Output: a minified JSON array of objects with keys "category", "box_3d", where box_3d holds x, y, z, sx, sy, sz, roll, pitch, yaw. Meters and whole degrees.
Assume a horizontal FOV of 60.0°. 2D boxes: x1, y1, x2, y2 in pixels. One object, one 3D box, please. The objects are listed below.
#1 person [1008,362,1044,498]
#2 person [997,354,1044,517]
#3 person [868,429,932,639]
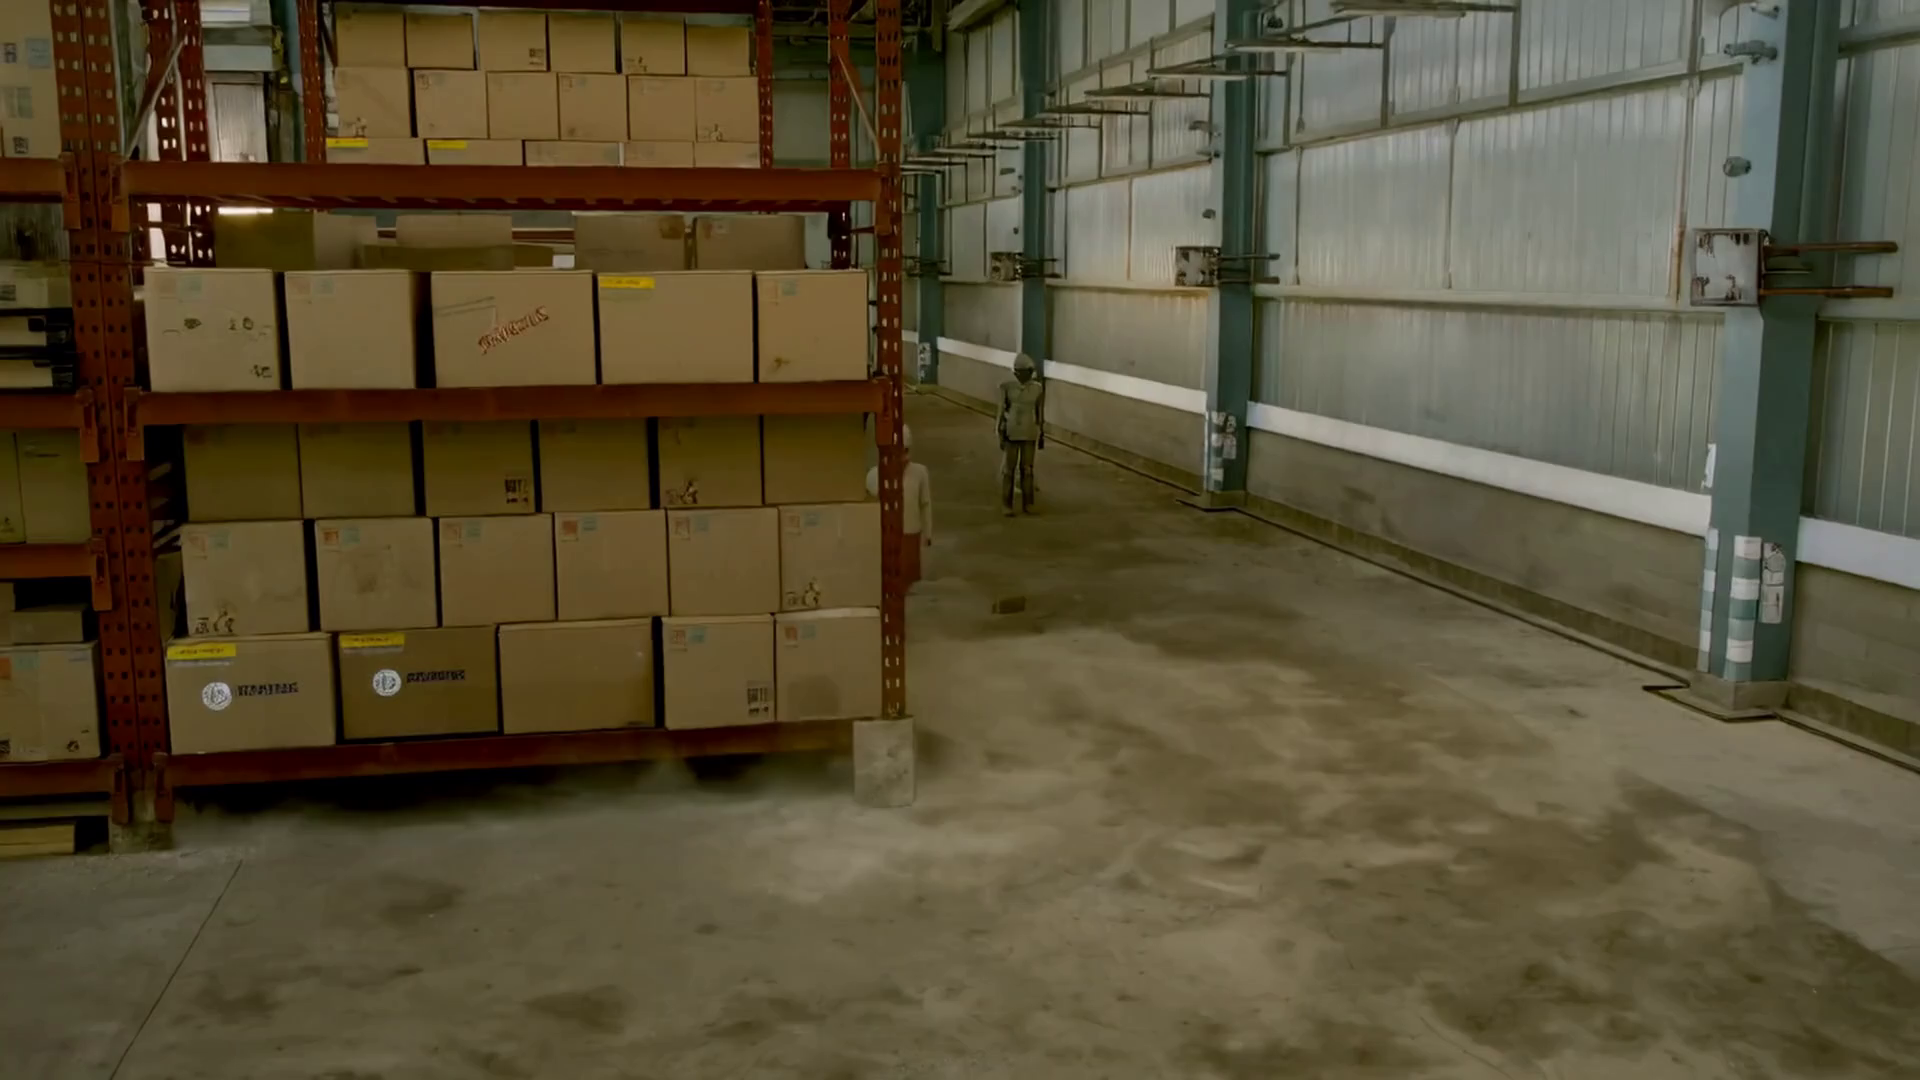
[{"category":"person","box_3d":[0.873,-1.476,21.957,0.636,1.842,0.429,-8,12,-41]},{"category":"person","box_3d":[0.752,-1.269,20.235,0.622,1.990,0.397,-4,10,-24]},{"category":"person","box_3d":[-0.522,-0.090,13.788,0.531,1.745,0.644,-4,10,-21]}]
